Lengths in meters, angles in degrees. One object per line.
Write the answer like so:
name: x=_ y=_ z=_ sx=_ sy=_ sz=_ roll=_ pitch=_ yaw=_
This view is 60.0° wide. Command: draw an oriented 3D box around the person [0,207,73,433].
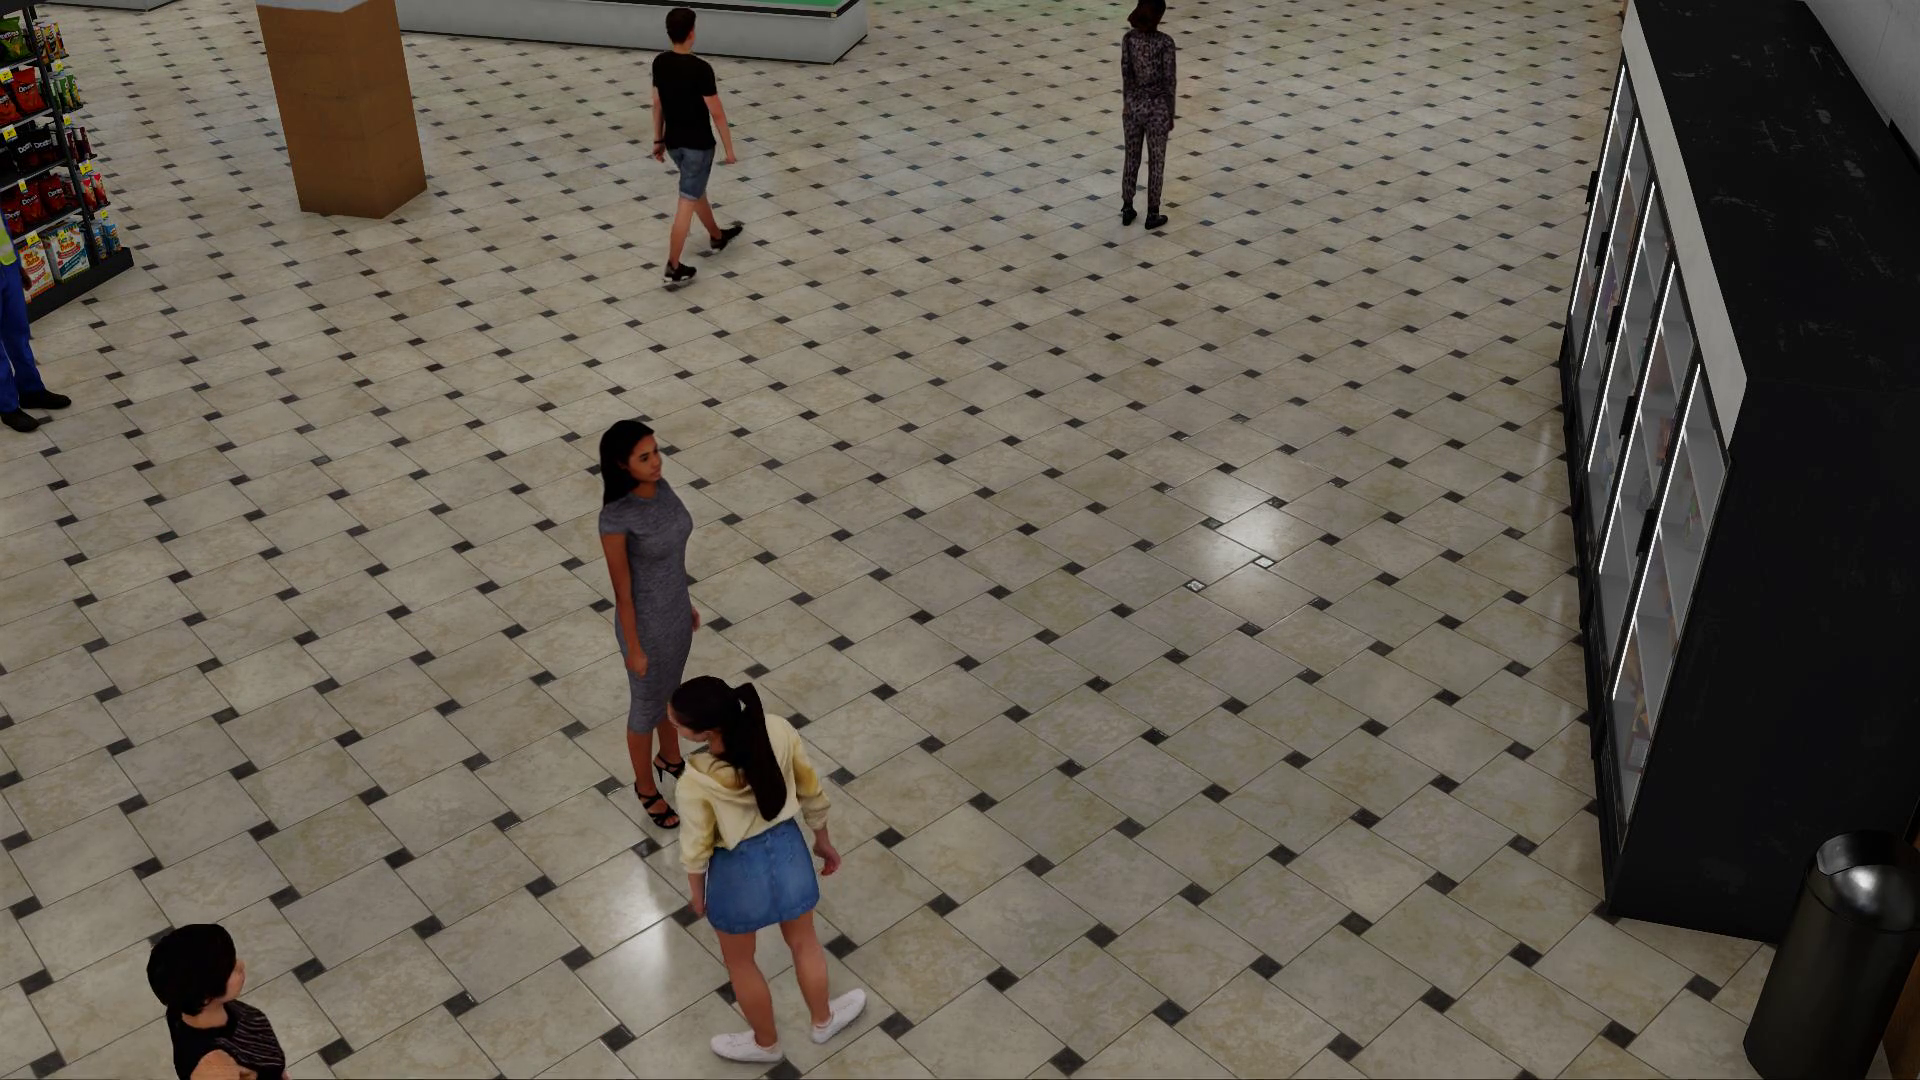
person: x=-5.571 y=-1.528 z=9.500 sx=0.566 sy=1.812 sz=0.653 roll=7 pitch=33 yaw=12

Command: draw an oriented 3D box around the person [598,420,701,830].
person: x=-1.212 y=0.333 z=6.538 sx=0.554 sy=1.781 sz=0.611 roll=13 pitch=34 yaw=19

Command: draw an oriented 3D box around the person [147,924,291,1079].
person: x=-2.038 y=1.711 z=4.538 sx=1.031 sy=1.555 sz=1.051 roll=-23 pitch=39 yaw=-32

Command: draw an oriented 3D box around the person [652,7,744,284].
person: x=-1.893 y=-2.628 z=11.279 sx=1.213 sy=1.800 sz=0.994 roll=18 pitch=36 yaw=27

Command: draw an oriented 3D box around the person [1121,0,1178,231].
person: x=1.364 y=-3.135 z=12.177 sx=0.590 sy=1.713 sz=0.700 roll=18 pitch=36 yaw=26

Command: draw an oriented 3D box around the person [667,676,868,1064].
person: x=-0.605 y=1.086 z=5.492 sx=0.811 sy=1.607 sz=0.825 roll=-14 pitch=34 yaw=-21
